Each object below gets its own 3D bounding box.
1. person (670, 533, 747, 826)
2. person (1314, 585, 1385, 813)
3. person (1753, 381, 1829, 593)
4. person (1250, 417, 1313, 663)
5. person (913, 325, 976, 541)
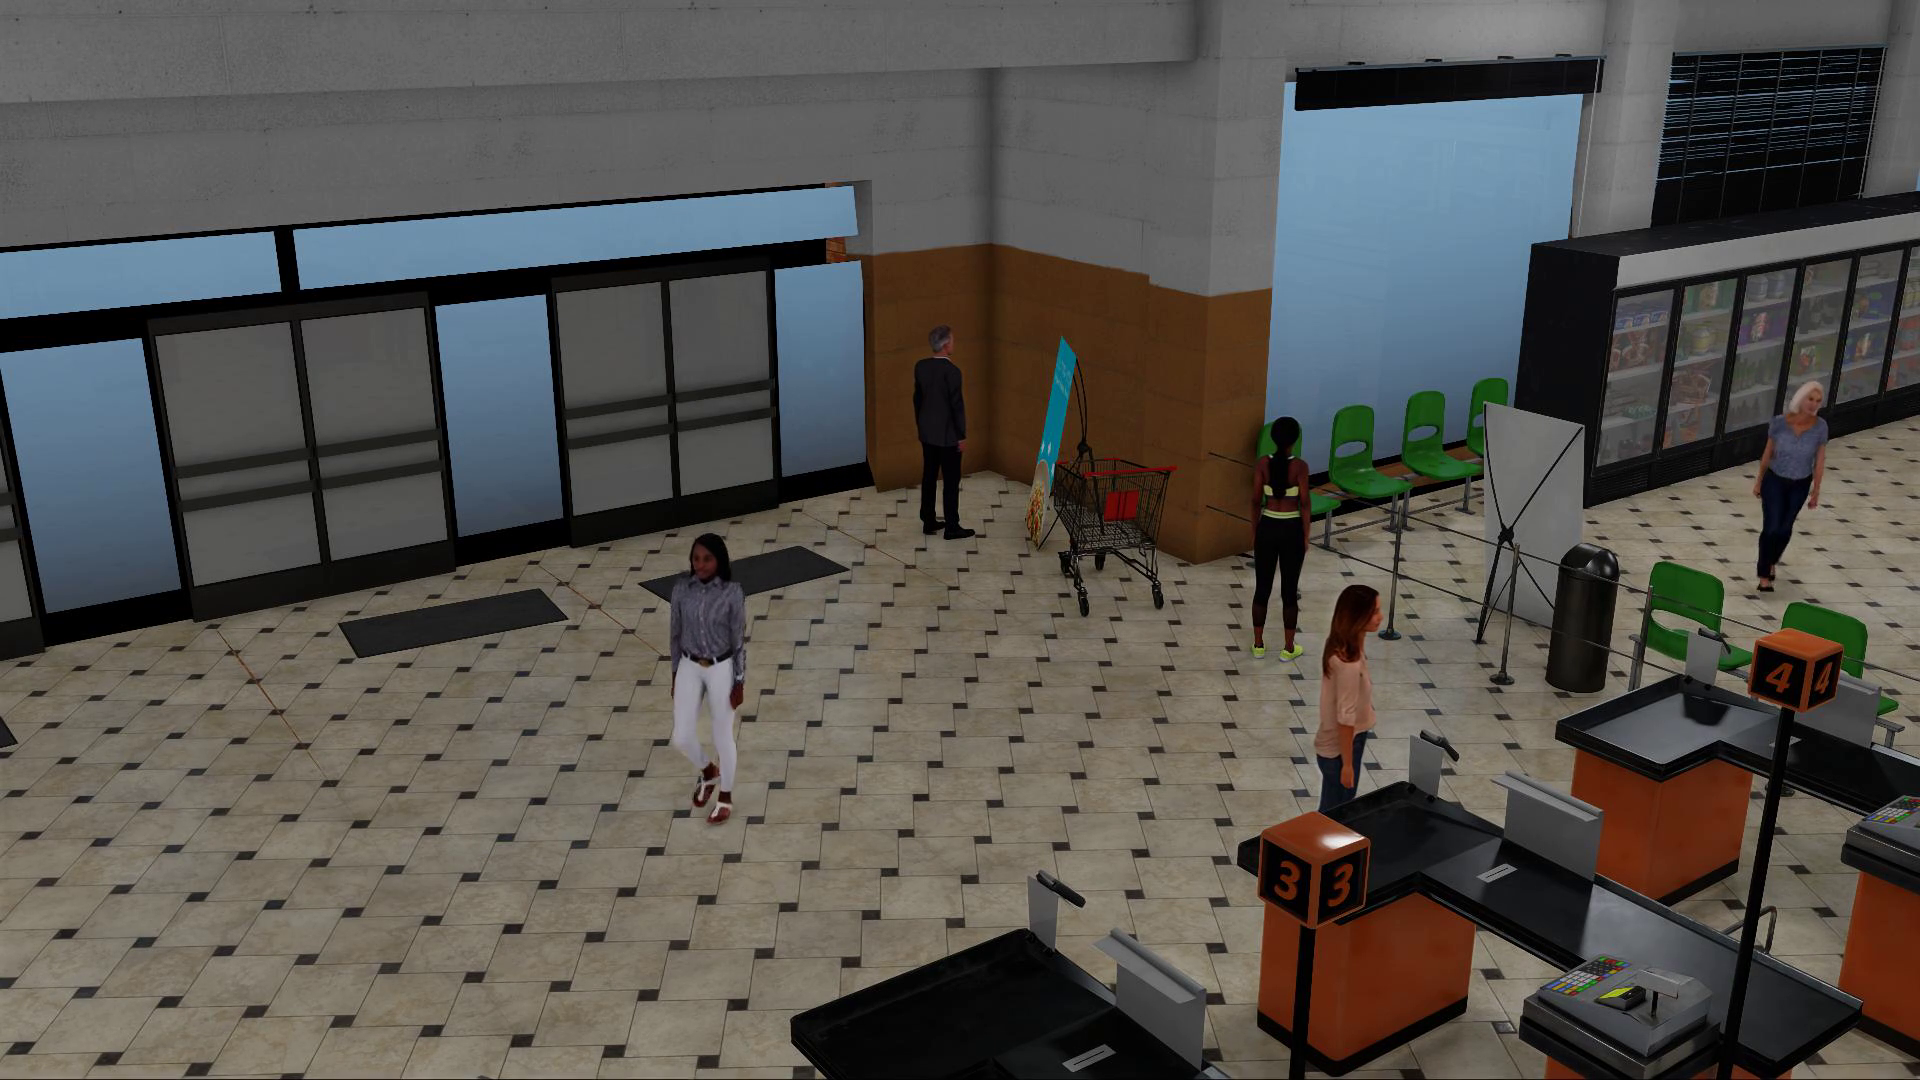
[{"bbox_3d":[-1.385,0.755,9.421,0.760,1.713,0.822,4,19,11],"label":"person"},{"bbox_3d":[1.915,1.061,8.393,0.723,1.790,0.668,4,19,11],"label":"person"},{"bbox_3d":[6.459,-0.448,13.034,1.000,1.684,0.983,9,21,25],"label":"person"},{"bbox_3d":[2.231,-0.007,11.617,0.609,1.754,0.703,7,20,20],"label":"person"},{"bbox_3d":[-0.157,-0.931,14.221,0.809,1.842,0.596,-17,25,-41],"label":"person"}]
